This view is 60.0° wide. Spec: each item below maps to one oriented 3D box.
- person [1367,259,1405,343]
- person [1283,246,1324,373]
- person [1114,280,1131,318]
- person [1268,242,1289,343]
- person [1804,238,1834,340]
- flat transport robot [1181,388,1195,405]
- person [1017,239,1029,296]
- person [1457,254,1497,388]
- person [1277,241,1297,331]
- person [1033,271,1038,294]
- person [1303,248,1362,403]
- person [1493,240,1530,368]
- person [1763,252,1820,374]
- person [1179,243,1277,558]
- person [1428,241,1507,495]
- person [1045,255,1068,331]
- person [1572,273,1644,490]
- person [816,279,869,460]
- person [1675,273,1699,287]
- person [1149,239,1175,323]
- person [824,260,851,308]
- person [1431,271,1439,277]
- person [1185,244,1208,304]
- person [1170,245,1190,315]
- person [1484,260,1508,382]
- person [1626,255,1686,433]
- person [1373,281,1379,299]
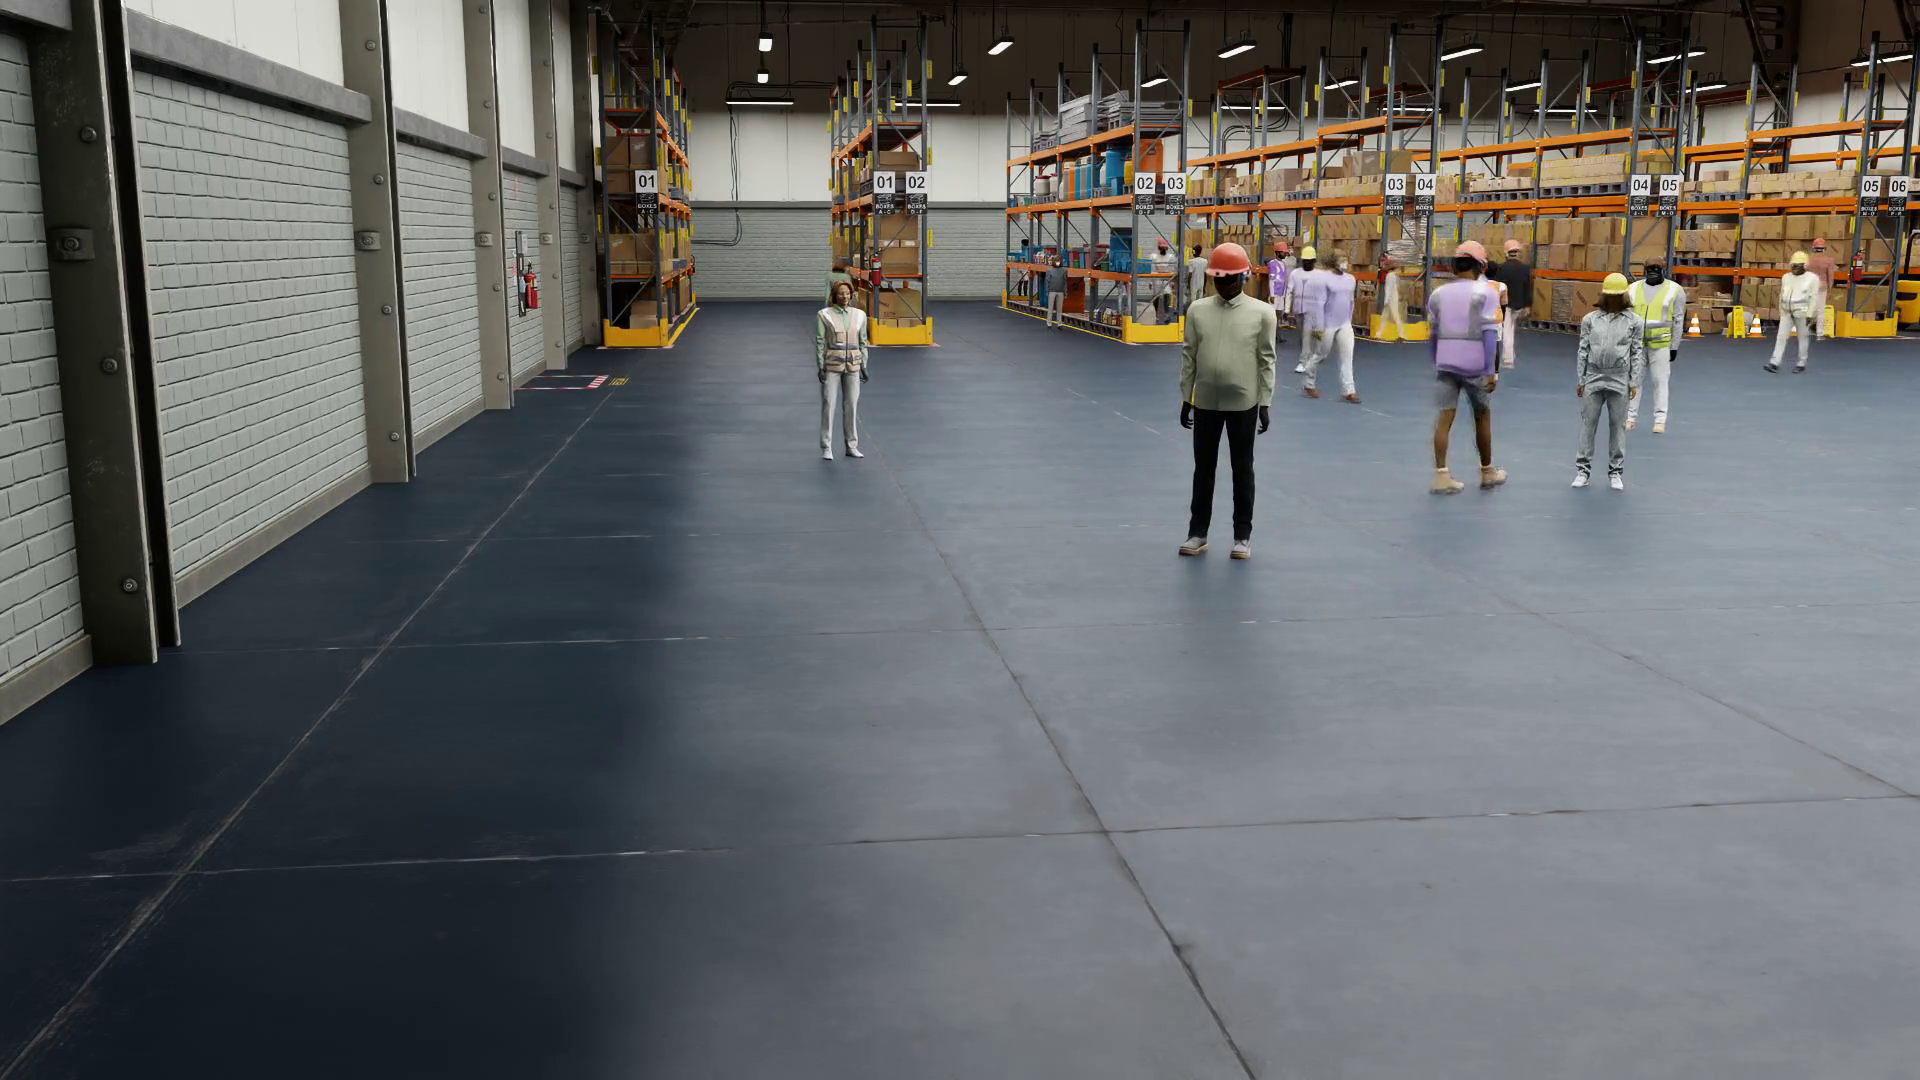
[{"bbox_3d":[8.215,-4.584,31.941,0.780,1.577,0.584,2,11,13],"label":"person"},{"bbox_3d":[5.252,-3.501,25.202,0.584,1.890,0.956,7,12,32],"label":"person"},{"bbox_3d":[4.141,-6.516,41.815,0.498,1.866,0.323,0,10,0],"label":"person"},{"bbox_3d":[6.096,-4.725,31.825,0.386,1.930,0.541,9,14,40],"label":"person"},{"bbox_3d":[16.799,-4.912,32.642,0.620,1.996,0.372,7,13,34],"label":"person"},{"bbox_3d":[3.167,-1.773,20.170,0.652,0.197,1.431,4,11,21],"label":"flat transport robot"},{"bbox_3d":[2.022,-8.516,52.479,0.373,1.966,0.605,-8,13,-36],"label":"person"},{"bbox_3d":[6.873,-2.914,22.209,0.613,1.799,0.871,-5,11,-25],"label":"person"},{"bbox_3d":[7.051,-5.492,36.023,0.622,1.932,0.369,-7,12,-34],"label":"person"},{"bbox_3d":[2.277,-7.739,48.799,0.523,1.760,0.327,-7,12,-33],"label":"person"},{"bbox_3d":[4.605,-2.656,20.584,0.649,1.894,1.025,-5,11,-25],"label":"person"},{"bbox_3d":[8.474,-3.671,25.905,0.630,1.963,0.826,-3,11,-15],"label":"person"},{"bbox_3d":[12.291,-3.338,24.548,0.906,1.788,0.611,-7,13,-35],"label":"person"},{"bbox_3d":[1.677,-0.873,10.528,0.609,1.986,0.391,5,11,24],"label":"person"},{"bbox_3d":[4.070,-1.370,13.263,0.954,1.981,0.674,-10,14,-43],"label":"person"},{"bbox_3d":[2.095,-5.361,36.099,0.498,1.634,0.282,-3,11,-14],"label":"person"},{"bbox_3d":[5.220,-1.275,13.409,0.486,1.742,0.302,5,11,24],"label":"person"},{"bbox_3d":[-1.081,-1.557,15.222,0.513,1.642,0.313,-5,11,-26],"label":"person"},{"bbox_3d":[18.704,-6.715,42.868,0.643,1.881,0.779,-1,10,-8],"label":"person"},{"bbox_3d":[4.779,-6.143,39.430,0.634,1.990,1.074,-1,10,-4],"label":"person"},{"bbox_3d":[-2.335,-4.562,31.854,0.512,1.576,0.894,0,10,0],"label":"person"},{"bbox_3d":[13.794,-7.777,48.661,0.538,1.897,0.997,-2,10,-9],"label":"person"},{"bbox_3d":[5.098,-5.445,35.899,0.513,1.876,0.328,-5,12,-27],"label":"person"},{"bbox_3d":[5.670,-6.706,42.961,0.605,1.819,0.590,0,10,1],"label":"person"},{"bbox_3d":[7.365,-3.043,23.224,0.534,1.697,0.318,0,10,0],"label":"person"},{"bbox_3d":[7.159,-2.028,17.286,0.627,1.835,0.428,8,13,37],"label":"person"},{"bbox_3d":[10.970,-6.663,43.254,0.513,1.631,0.318,-4,11,-21],"label":"person"}]
